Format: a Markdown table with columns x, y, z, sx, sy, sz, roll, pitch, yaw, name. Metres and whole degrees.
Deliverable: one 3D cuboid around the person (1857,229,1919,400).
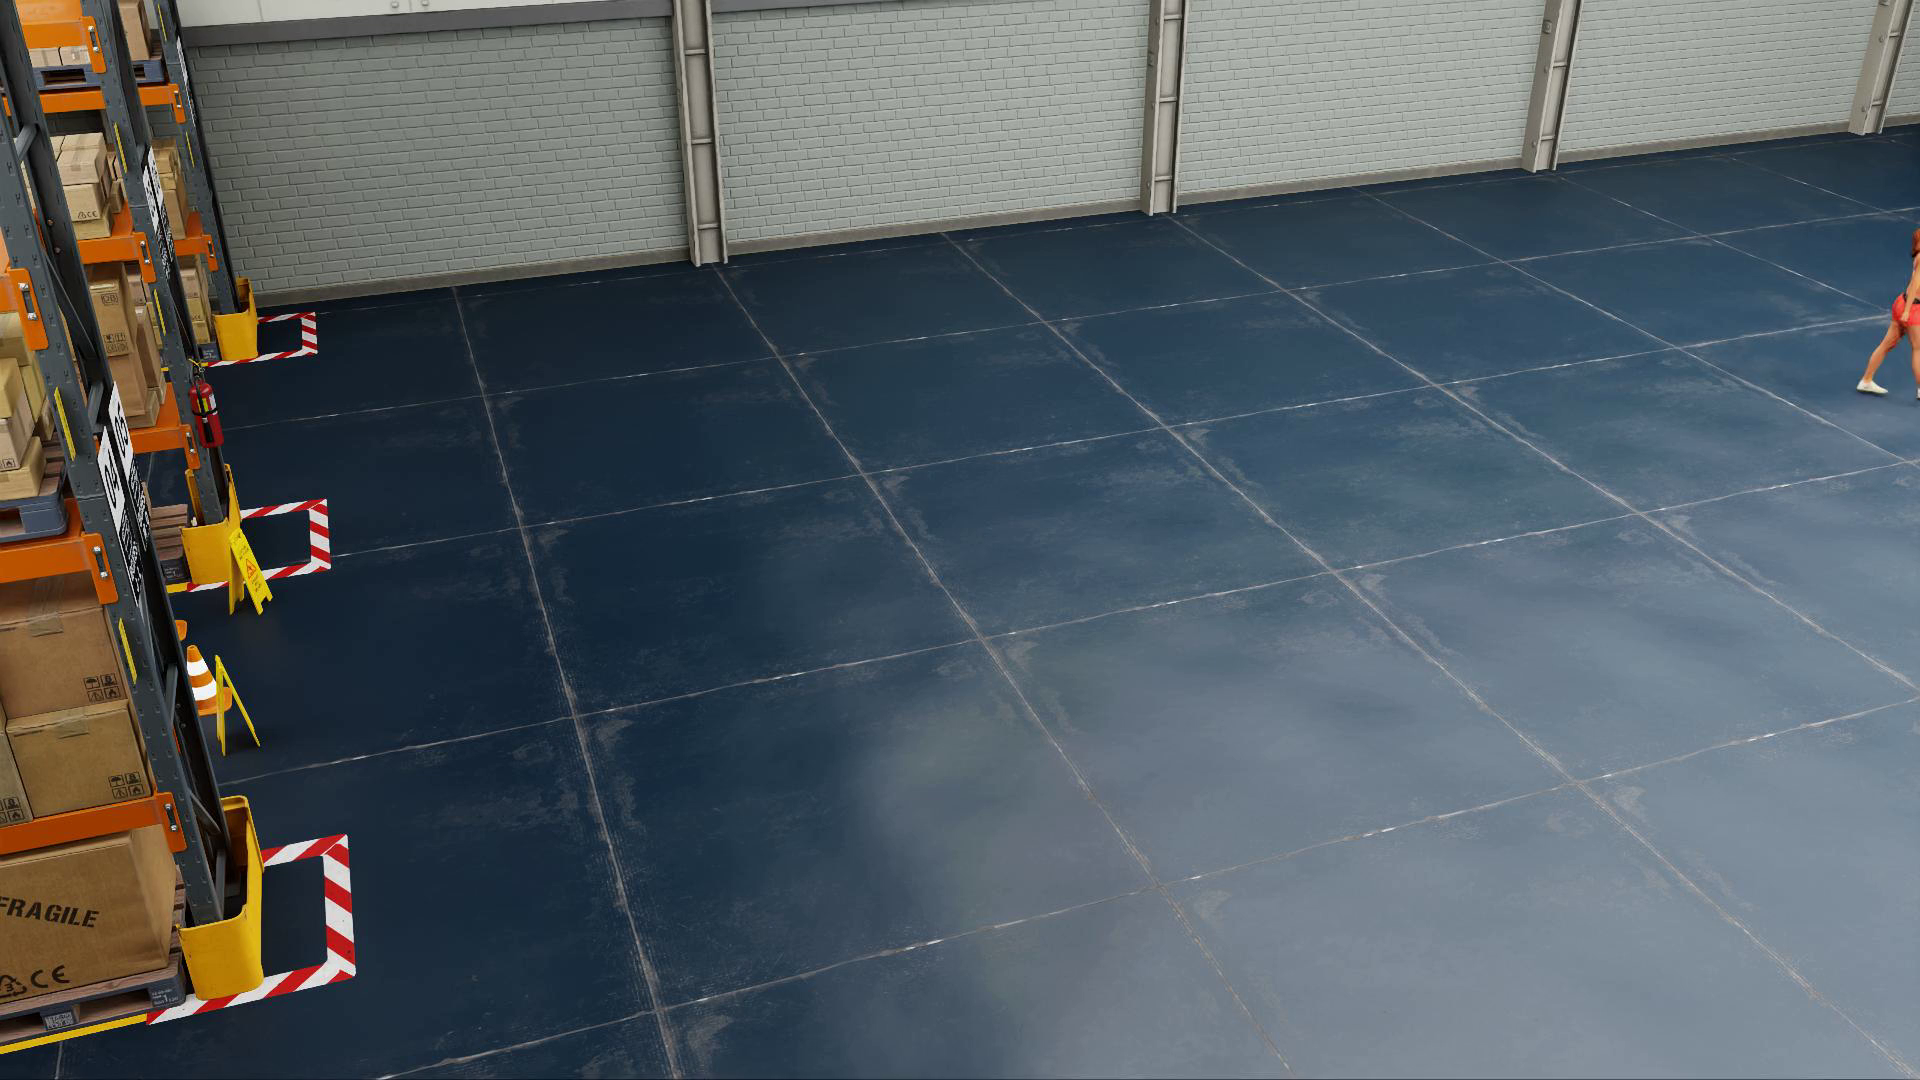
| x | y | z | sx | sy | sz | roll | pitch | yaw | name |
| --- | --- | --- | --- | --- | --- | --- | --- | --- | --- |
| 9.070 | -2.222 | 16.057 | 1.076 | 1.762 | 1.028 | 13 | 31 | 23 | person |
